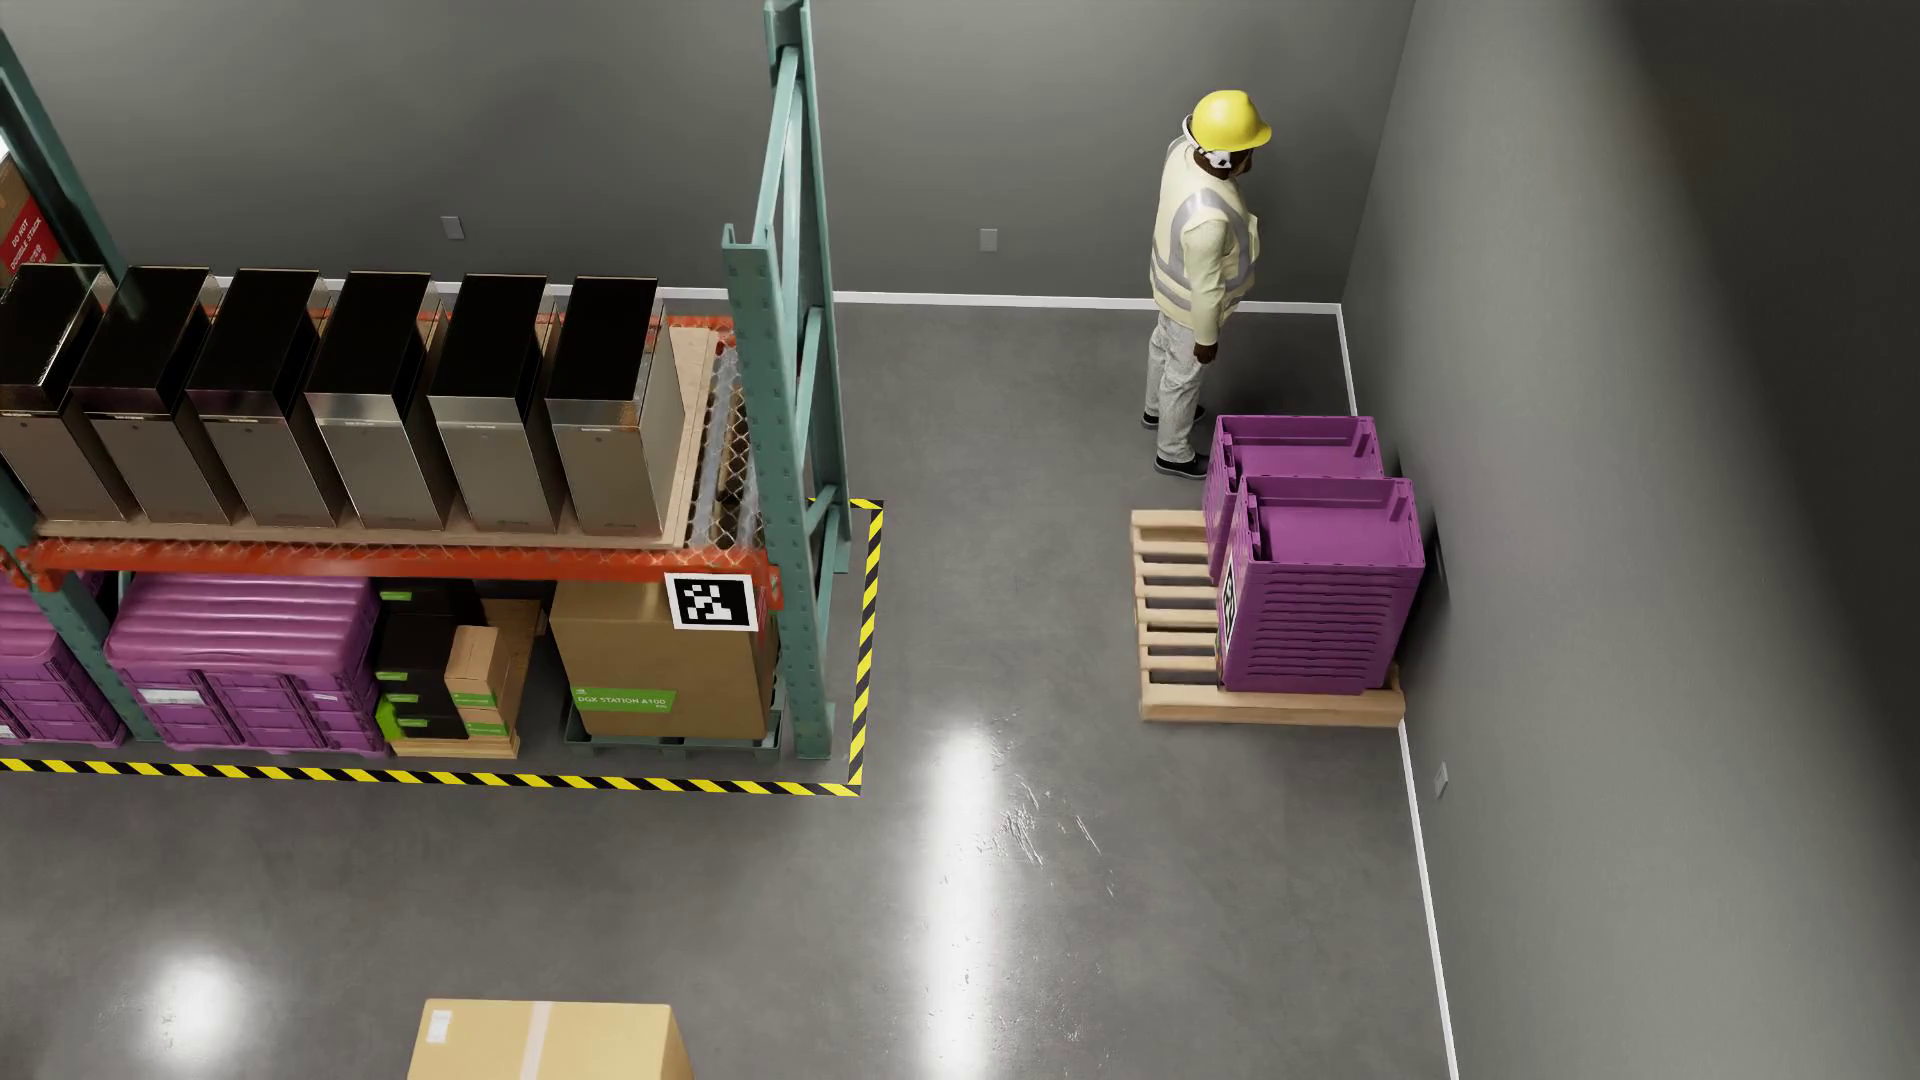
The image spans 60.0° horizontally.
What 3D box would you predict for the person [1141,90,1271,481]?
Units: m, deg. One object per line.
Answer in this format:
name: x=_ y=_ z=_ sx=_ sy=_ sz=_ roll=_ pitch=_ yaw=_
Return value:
person: x=0.945 y=-0.992 z=6.539 sx=0.403 sy=1.835 sz=0.587 roll=-4 pitch=52 yaw=-3
